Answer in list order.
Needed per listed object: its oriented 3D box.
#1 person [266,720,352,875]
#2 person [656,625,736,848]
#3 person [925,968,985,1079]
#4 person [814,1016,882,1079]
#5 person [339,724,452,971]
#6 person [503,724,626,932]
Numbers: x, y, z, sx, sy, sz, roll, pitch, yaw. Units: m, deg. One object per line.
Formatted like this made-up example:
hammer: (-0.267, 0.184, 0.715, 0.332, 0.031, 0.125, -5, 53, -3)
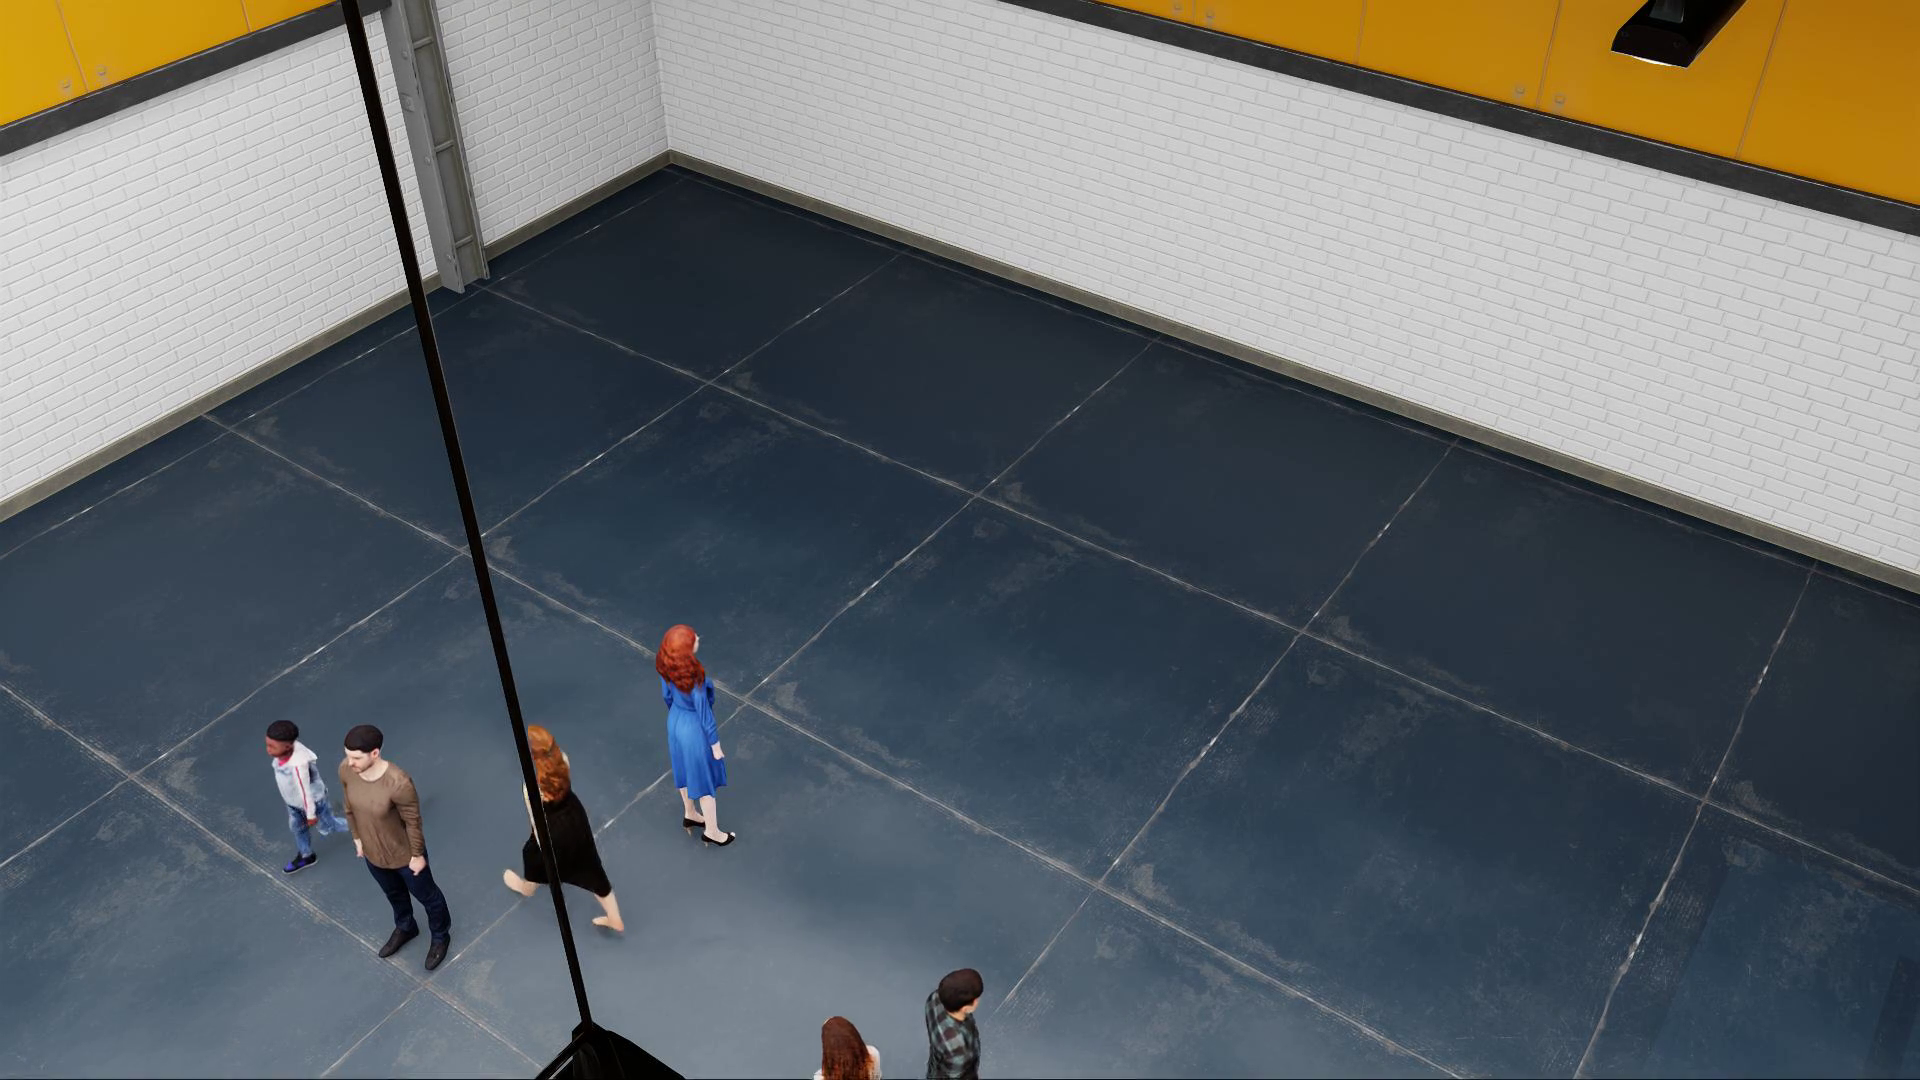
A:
person: (-4.079, 1.586, 10.532, 0.906, 1.238, 0.632, -27, 46, -30)
person: (-1.685, 1.245, 10.486, 0.624, 1.829, 0.652, -31, 48, -33)
person: (-0.122, 2.837, 8.759, 1.152, 1.691, 1.073, -10, 40, -13)
person: (-0.526, 2.988, 8.592, 0.940, 1.469, 0.890, -16, 41, -19)
person: (-3.332, 1.777, 9.772, 0.715, 1.889, 0.679, 11, 40, 14)
person: (-2.331, 1.780, 10.020, 0.655, 1.575, 1.059, 20, 43, 23)
